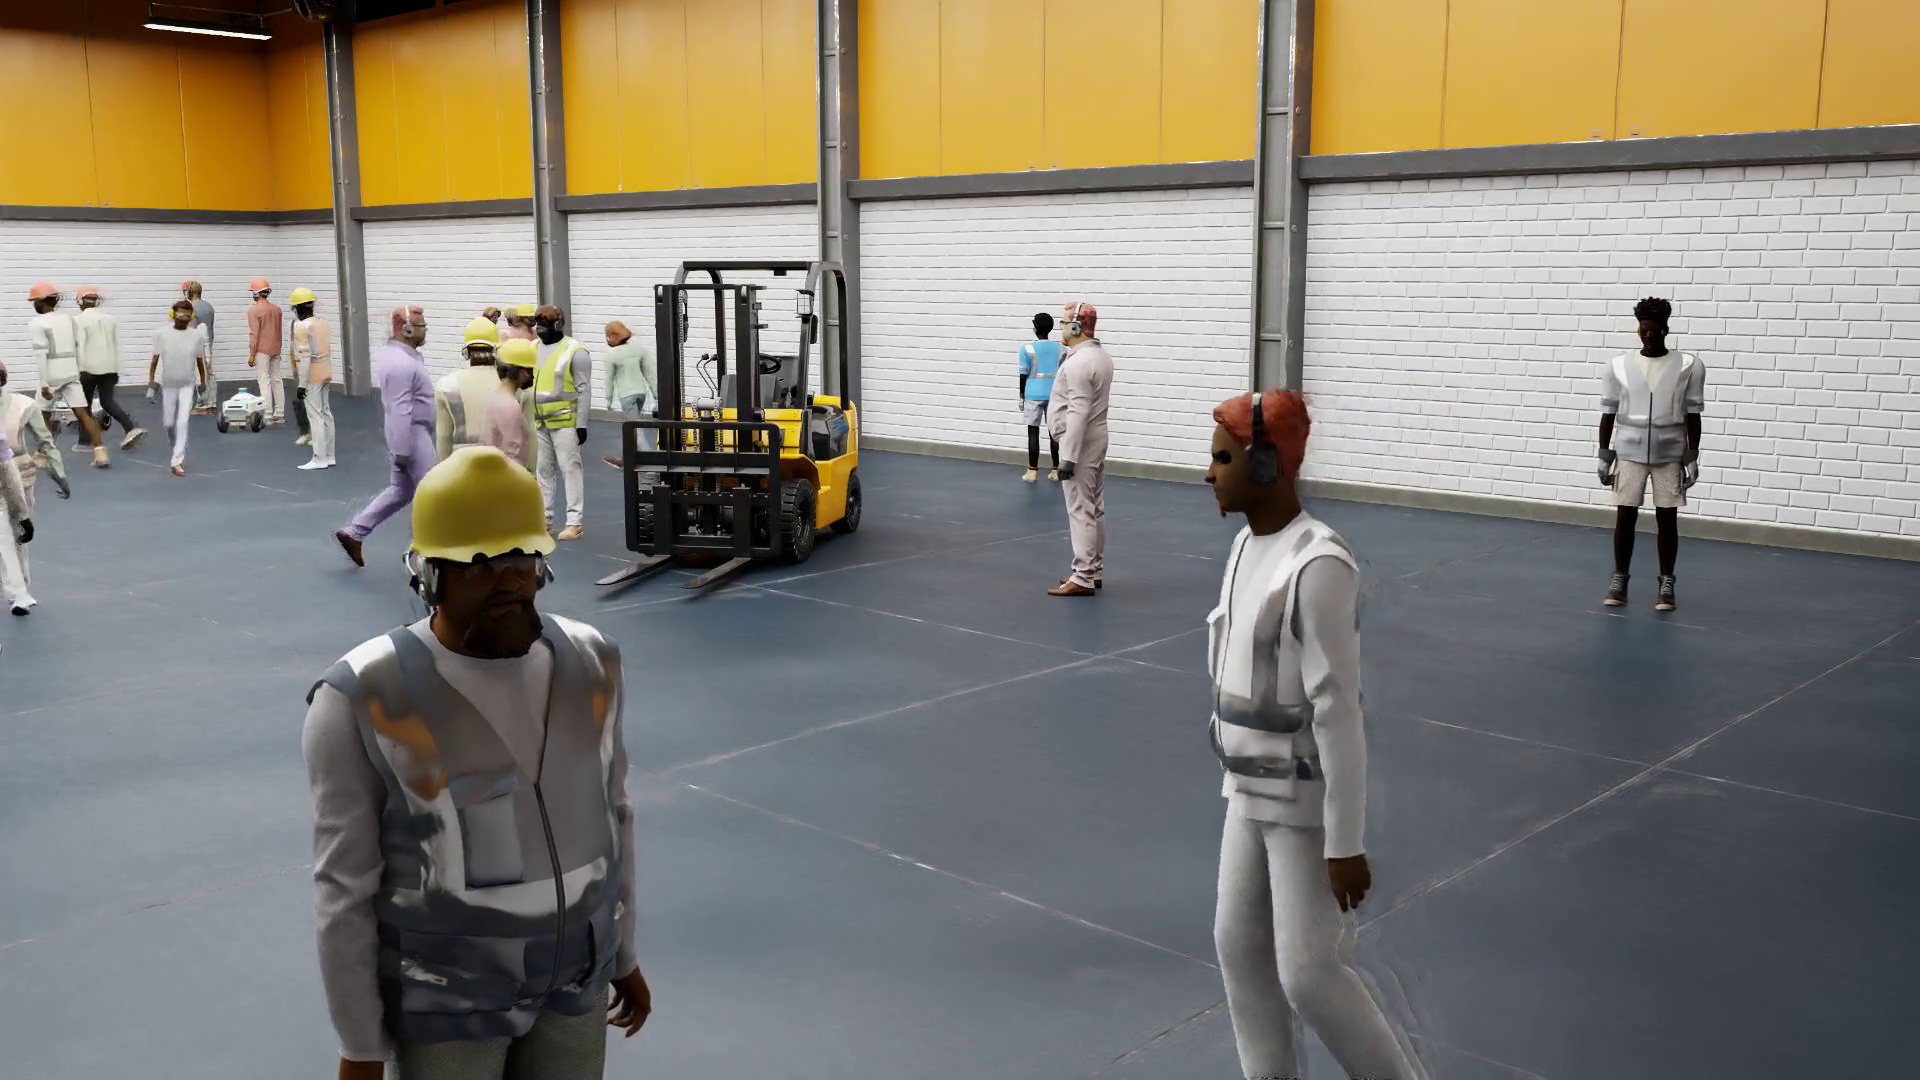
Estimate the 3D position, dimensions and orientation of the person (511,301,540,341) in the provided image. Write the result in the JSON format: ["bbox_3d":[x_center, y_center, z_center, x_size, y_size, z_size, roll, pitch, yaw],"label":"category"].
[{"bbox_3d":[-4.975,-1.868,19.146,0.512,1.751,0.546,4,10,21],"label":"person"}]

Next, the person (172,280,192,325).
[{"bbox_3d":[-13.078,-3.446,28.288,0.594,1.927,0.433,-3,10,-18],"label":"person"}]

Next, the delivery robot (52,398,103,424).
[{"bbox_3d":[-11.441,-1.710,21.555,0.477,0.478,0.707,0,9,1],"label":"delivery robot"}]

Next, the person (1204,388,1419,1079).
[{"bbox_3d":[0.843,0.583,3.813,0.577,1.860,0.638,-1,9,-9],"label":"person"}]

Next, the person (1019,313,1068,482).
[{"bbox_3d":[0.829,-1.414,16.562,0.536,1.690,0.321,-3,10,-19],"label":"person"}]

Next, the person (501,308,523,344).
[{"bbox_3d":[-5.460,-2.034,20.508,0.310,1.642,0.514,4,10,25],"label":"person"}]

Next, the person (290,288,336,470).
[{"bbox_3d":[-6.867,-1.702,17.615,0.383,1.921,0.585,1,9,4],"label":"person"}]

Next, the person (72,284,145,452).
[{"bbox_3d":[-9.937,-1.982,19.253,0.786,1.953,0.673,4,10,21],"label":"person"}]

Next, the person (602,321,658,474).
[{"bbox_3d":[-3.435,-1.476,17.252,0.845,1.574,0.557,8,12,41],"label":"person"}]

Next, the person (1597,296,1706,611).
[{"bbox_3d":[4.292,-0.534,10.376,0.610,1.952,0.395,4,10,25],"label":"person"}]

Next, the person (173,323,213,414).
[{"bbox_3d":[-11.167,-2.617,24.186,0.514,1.610,0.372,-3,10,-16],"label":"person"}]

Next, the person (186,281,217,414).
[{"bbox_3d":[-11.120,-2.802,24.303,0.361,1.939,0.635,1,9,6],"label":"person"}]

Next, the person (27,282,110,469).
[{"bbox_3d":[-9.495,-1.727,17.606,0.970,1.996,0.638,3,10,17],"label":"person"}]

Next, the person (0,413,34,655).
[{"bbox_3d":[-4.994,-0.149,8.260,0.631,1.855,0.994,-1,9,-6],"label":"person"}]

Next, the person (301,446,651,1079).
[{"bbox_3d":[-0.787,0.750,2.850,0.404,1.832,0.599,9,13,44],"label":"person"}]

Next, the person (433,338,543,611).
[{"bbox_3d":[-2.676,-0.278,9.458,0.656,1.734,0.536,-4,10,-23],"label":"person"}]

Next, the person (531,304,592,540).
[{"bbox_3d":[-3.188,-0.919,13.054,0.622,1.845,0.430,4,10,25],"label":"person"}]

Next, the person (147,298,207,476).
[{"bbox_3d":[-8.129,-1.596,17.274,0.583,1.830,0.781,-5,10,-28],"label":"person"}]

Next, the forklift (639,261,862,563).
[{"bbox_3d":[-1.552,-1.040,12.721,1.214,2.155,2.313,2,9,11],"label":"forklift"}]

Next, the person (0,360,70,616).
[{"bbox_3d":[-5.815,-0.335,10.185,0.617,1.590,0.829,-7,12,-38],"label":"person"}]

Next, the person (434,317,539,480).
[{"bbox_3d":[-2.838,-0.419,10.018,0.589,1.833,0.404,-3,10,-17],"label":"person"}]

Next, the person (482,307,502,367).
[{"bbox_3d":[-6.014,-2.169,21.339,0.311,1.639,0.513,1,9,5],"label":"person"}]

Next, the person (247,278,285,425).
[{"bbox_3d":[-9.480,-2.566,22.686,0.382,1.995,0.612,3,10,15],"label":"person"}]

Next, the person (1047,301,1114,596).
[{"bbox_3d":[0.764,-0.588,10.825,0.406,1.911,0.639,3,10,18],"label":"person"}]

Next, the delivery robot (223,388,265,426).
[{"bbox_3d":[-9.349,-1.739,21.709,0.477,0.478,0.707,0,10,-6],"label":"delivery robot"}]

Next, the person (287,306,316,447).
[{"bbox_3d":[-7.762,-2.004,19.779,0.496,1.821,0.504,1,9,4],"label":"person"}]

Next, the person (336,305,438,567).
[{"bbox_3d":[-3.934,-0.710,11.682,0.848,1.878,0.651,-4,10,-23],"label":"person"}]
